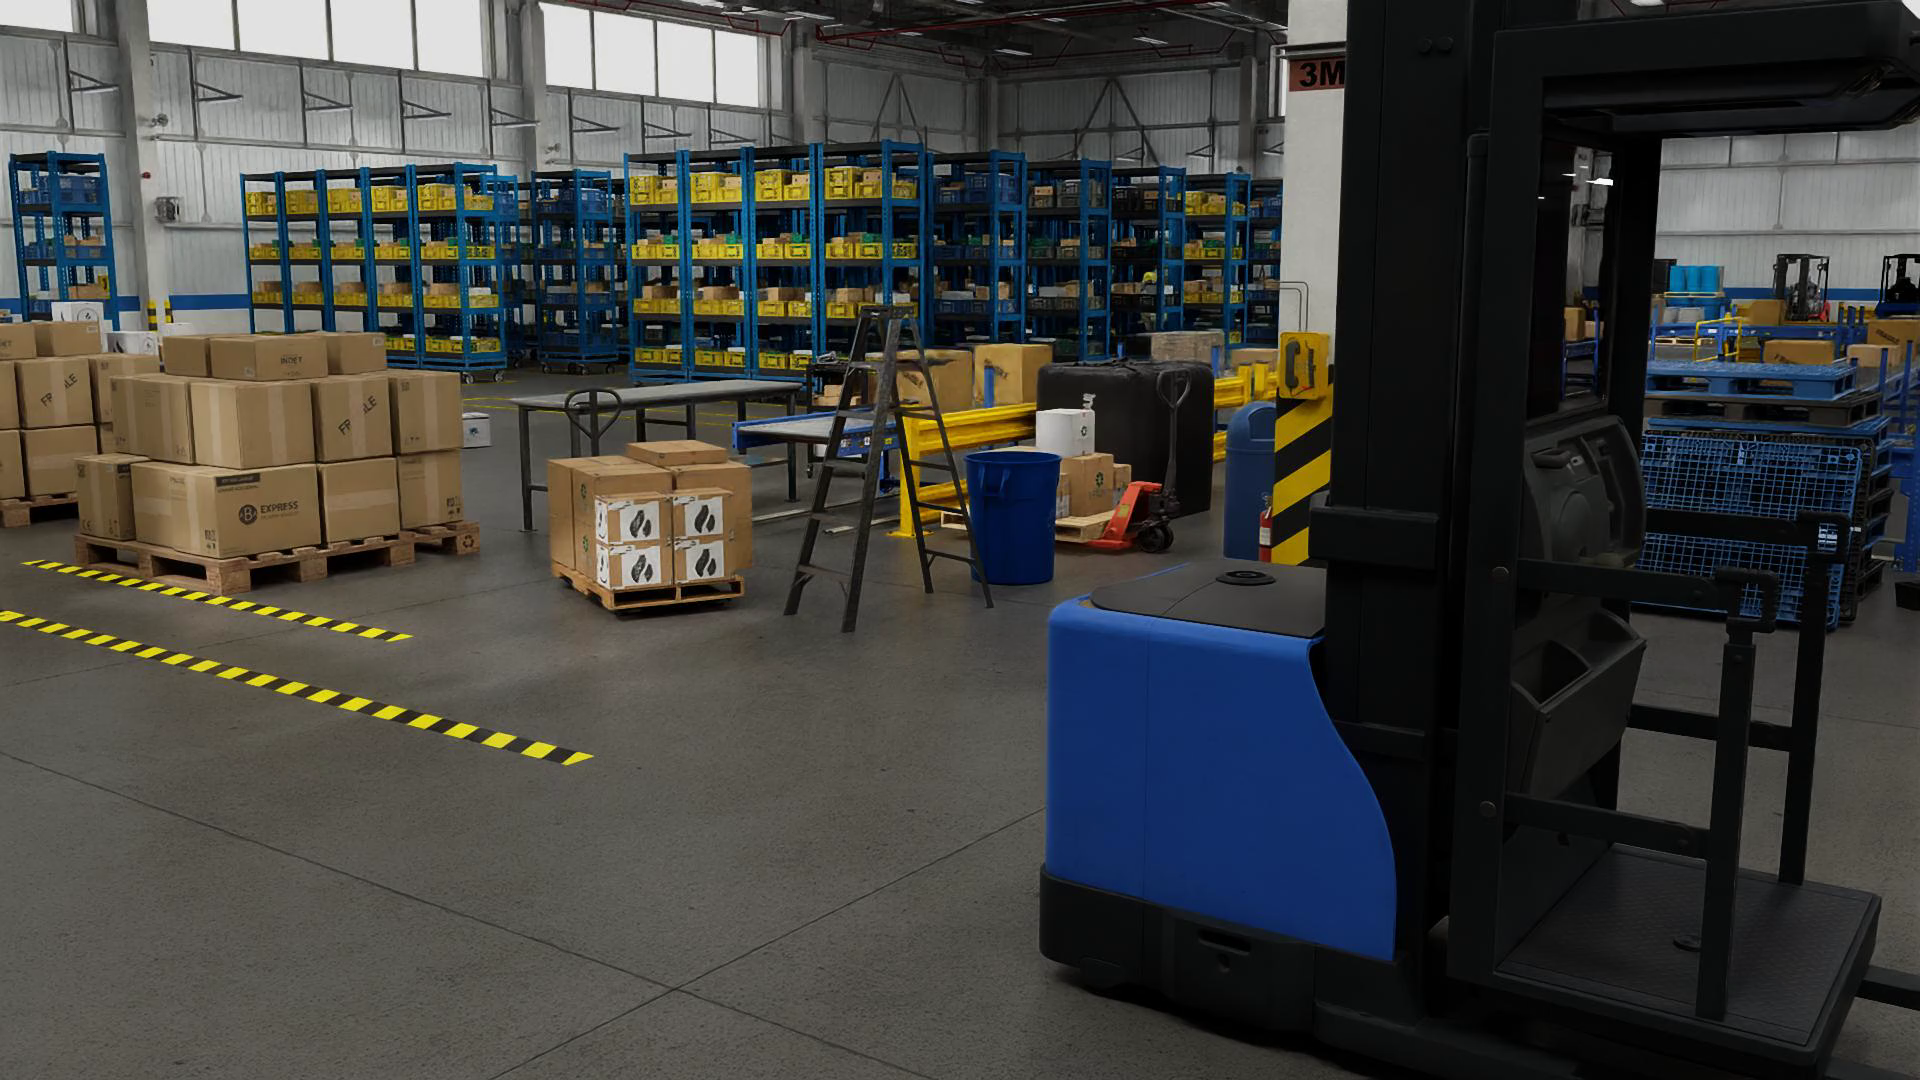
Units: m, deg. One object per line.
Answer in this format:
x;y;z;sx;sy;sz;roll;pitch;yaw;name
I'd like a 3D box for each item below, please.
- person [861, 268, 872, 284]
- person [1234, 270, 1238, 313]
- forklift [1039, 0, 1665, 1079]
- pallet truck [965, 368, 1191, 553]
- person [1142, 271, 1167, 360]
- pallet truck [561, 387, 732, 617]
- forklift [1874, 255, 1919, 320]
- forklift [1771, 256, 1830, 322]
-2.045;-5.182;37.228;1.030;1.948;0.613;7;12;35;person
7.398;-6.490;45.264;0.567;1.846;0.389;-7;12;-36;person
1.249;-0.137;4.360;1.873;2.768;1.129;7;12;35;forklift
0.845;-0.609;11.869;1.630;1.274;0.653;7;12;35;pallet truck
3.766;-4.302;32.325;0.404;1.822;0.602;-9;13;-43;person
-1.981;-0.274;10.088;0.680;1.201;1.601;-5;11;-28;pallet truck
22.089;-5.634;38.796;1.157;1.987;2.680;6;11;33;forklift
20.253;-5.854;40.139;1.157;1.987;2.680;7;12;35;forklift
